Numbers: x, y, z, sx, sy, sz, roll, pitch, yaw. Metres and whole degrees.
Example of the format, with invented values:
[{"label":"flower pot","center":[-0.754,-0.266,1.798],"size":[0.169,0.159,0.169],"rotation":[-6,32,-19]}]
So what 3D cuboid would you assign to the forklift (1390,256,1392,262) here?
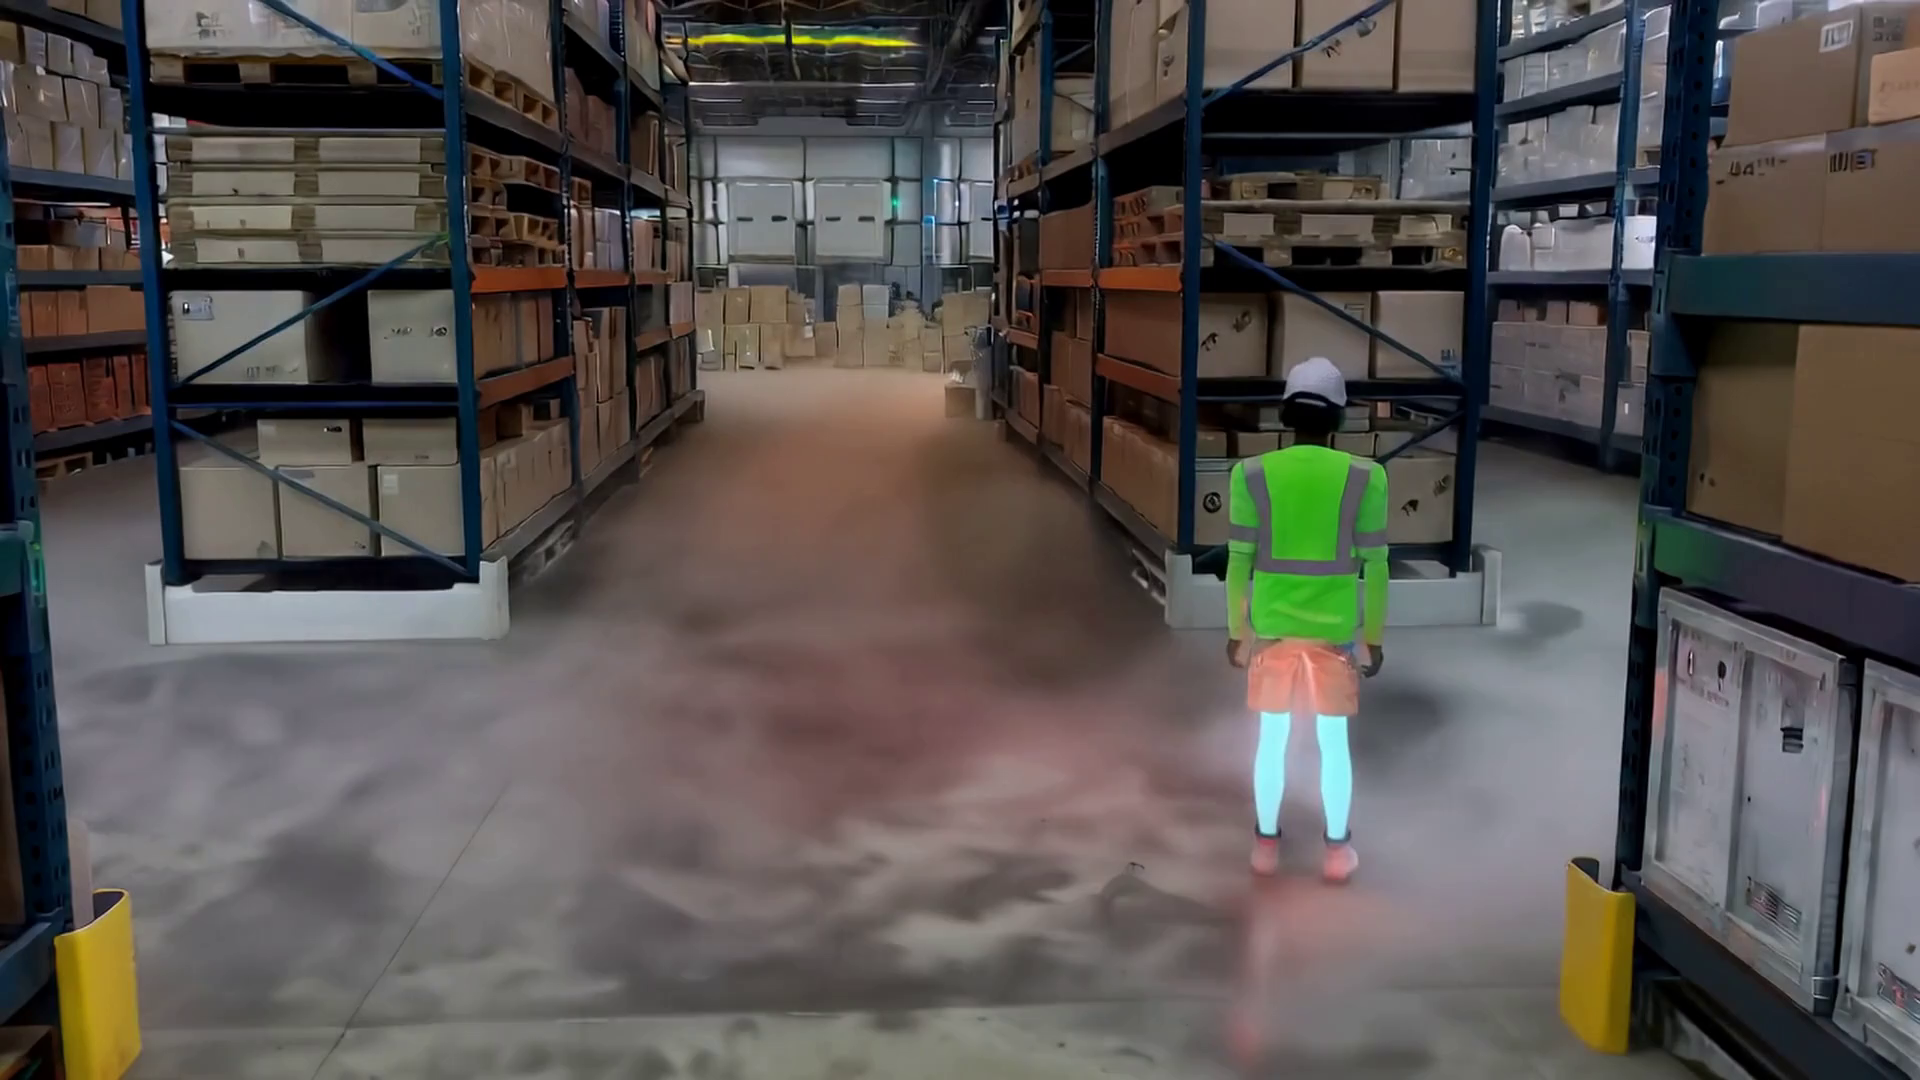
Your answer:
[{"label":"forklift","center":[10.311,-5.611,41.062],"size":[1.873,2.768,1.129],"rotation":[-1,9,-4]}]

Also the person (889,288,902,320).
[{"label":"person","center":[-2.310,-7.828,57.983],"size":[0.641,1.928,0.386],"rotation":[3,10,19]}]

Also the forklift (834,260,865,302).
[{"label":"forklift","center":[-3.397,-7.253,51.370],"size":[1.129,2.768,1.873],"rotation":[-1,9,-4]}]

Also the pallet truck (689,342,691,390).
[{"label":"pallet truck","center":[-5.225,-3.008,27.480],"size":[1.885,1.965,0.823],"rotation":[2,9,14]}]

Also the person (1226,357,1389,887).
[{"label":"person","center":[1.339,0.318,6.454],"size":[0.611,2.042,0.395],"rotation":[3,9,16]}]

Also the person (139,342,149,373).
[{"label":"person","center":[-13.651,-3.083,27.988],"size":[0.610,1.986,0.393],"rotation":[-1,9,-7]}]
